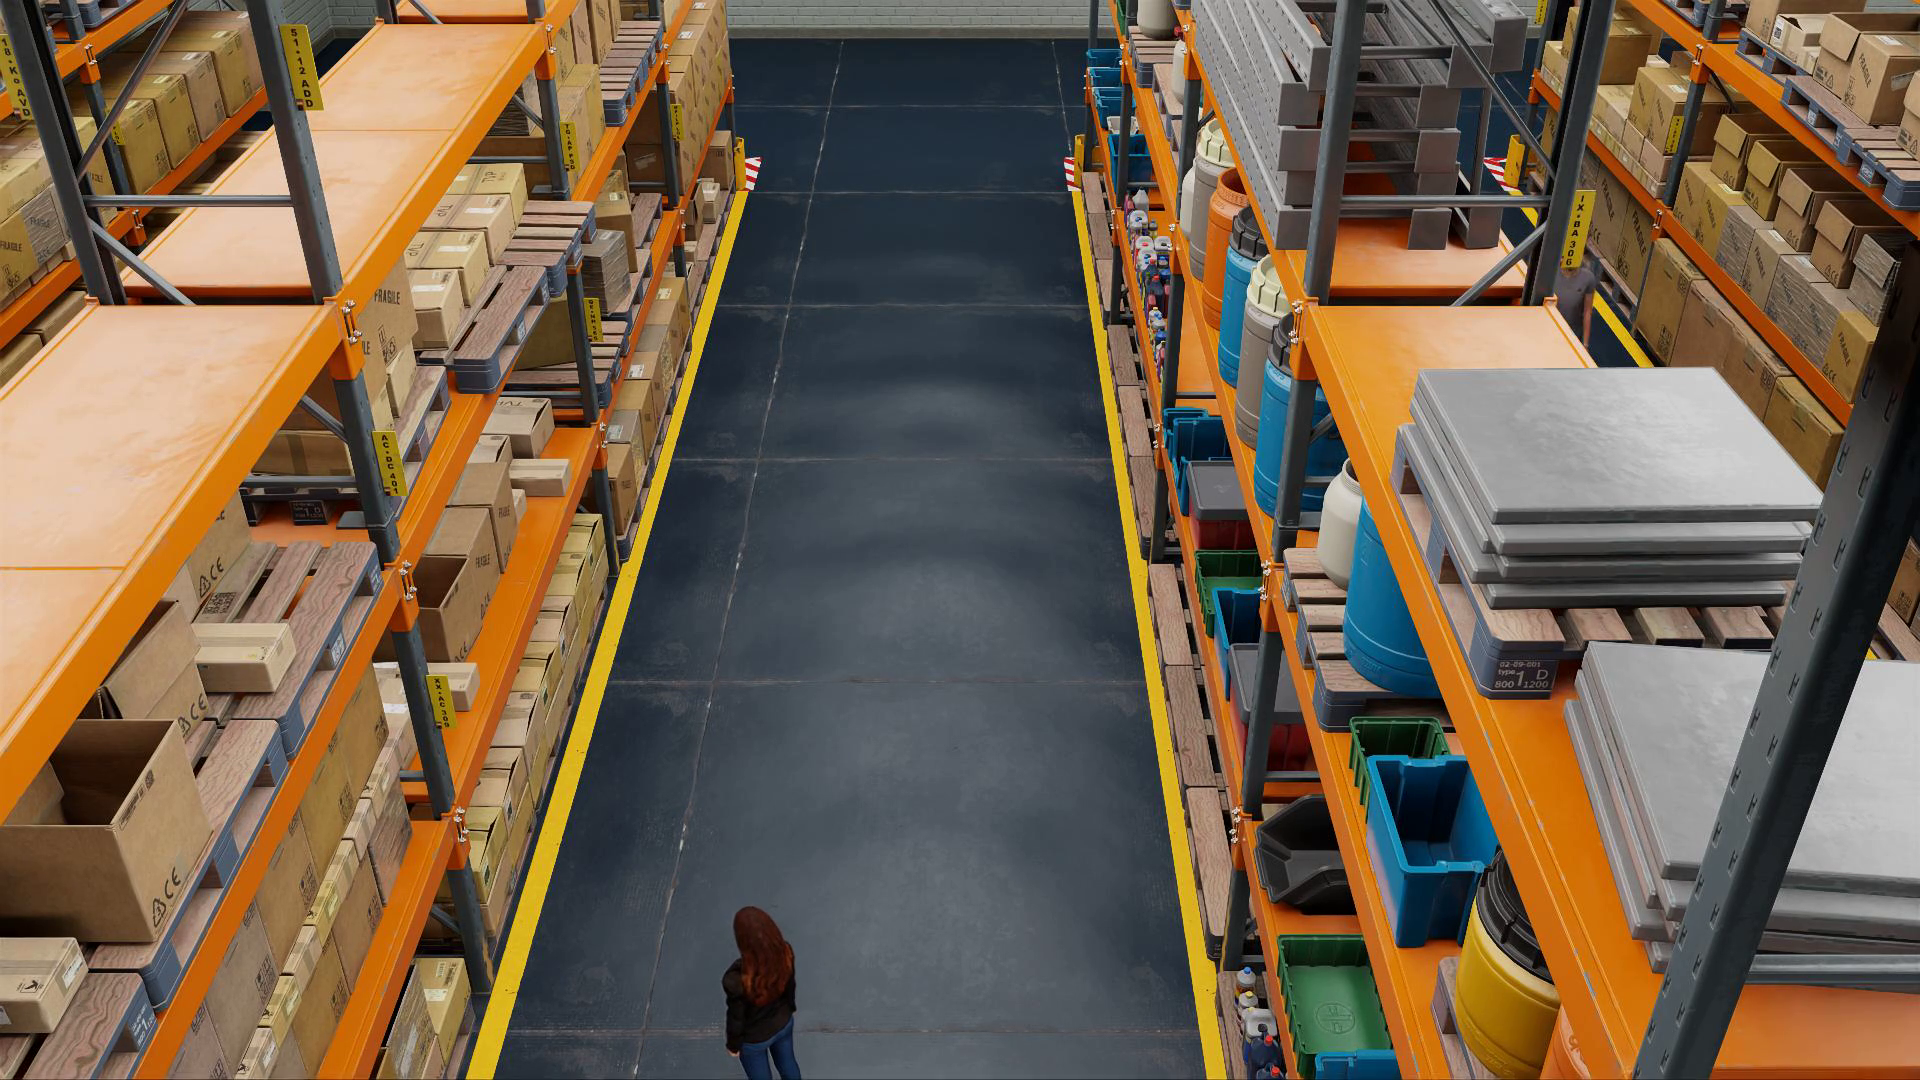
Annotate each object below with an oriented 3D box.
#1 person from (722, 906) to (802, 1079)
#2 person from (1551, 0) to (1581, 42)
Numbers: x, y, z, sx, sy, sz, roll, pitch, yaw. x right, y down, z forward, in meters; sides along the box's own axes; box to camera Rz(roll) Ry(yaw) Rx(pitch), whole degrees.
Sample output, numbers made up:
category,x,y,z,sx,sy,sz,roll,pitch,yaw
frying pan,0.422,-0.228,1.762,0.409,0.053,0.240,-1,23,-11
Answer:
category,x,y,z,sx,sy,sz,roll,pitch,yaw
person,-0.928,2.293,7.899,0.694,1.485,0.634,29,43,36
person,7.943,-7.012,21.859,0.815,1.865,0.638,-10,34,-15
